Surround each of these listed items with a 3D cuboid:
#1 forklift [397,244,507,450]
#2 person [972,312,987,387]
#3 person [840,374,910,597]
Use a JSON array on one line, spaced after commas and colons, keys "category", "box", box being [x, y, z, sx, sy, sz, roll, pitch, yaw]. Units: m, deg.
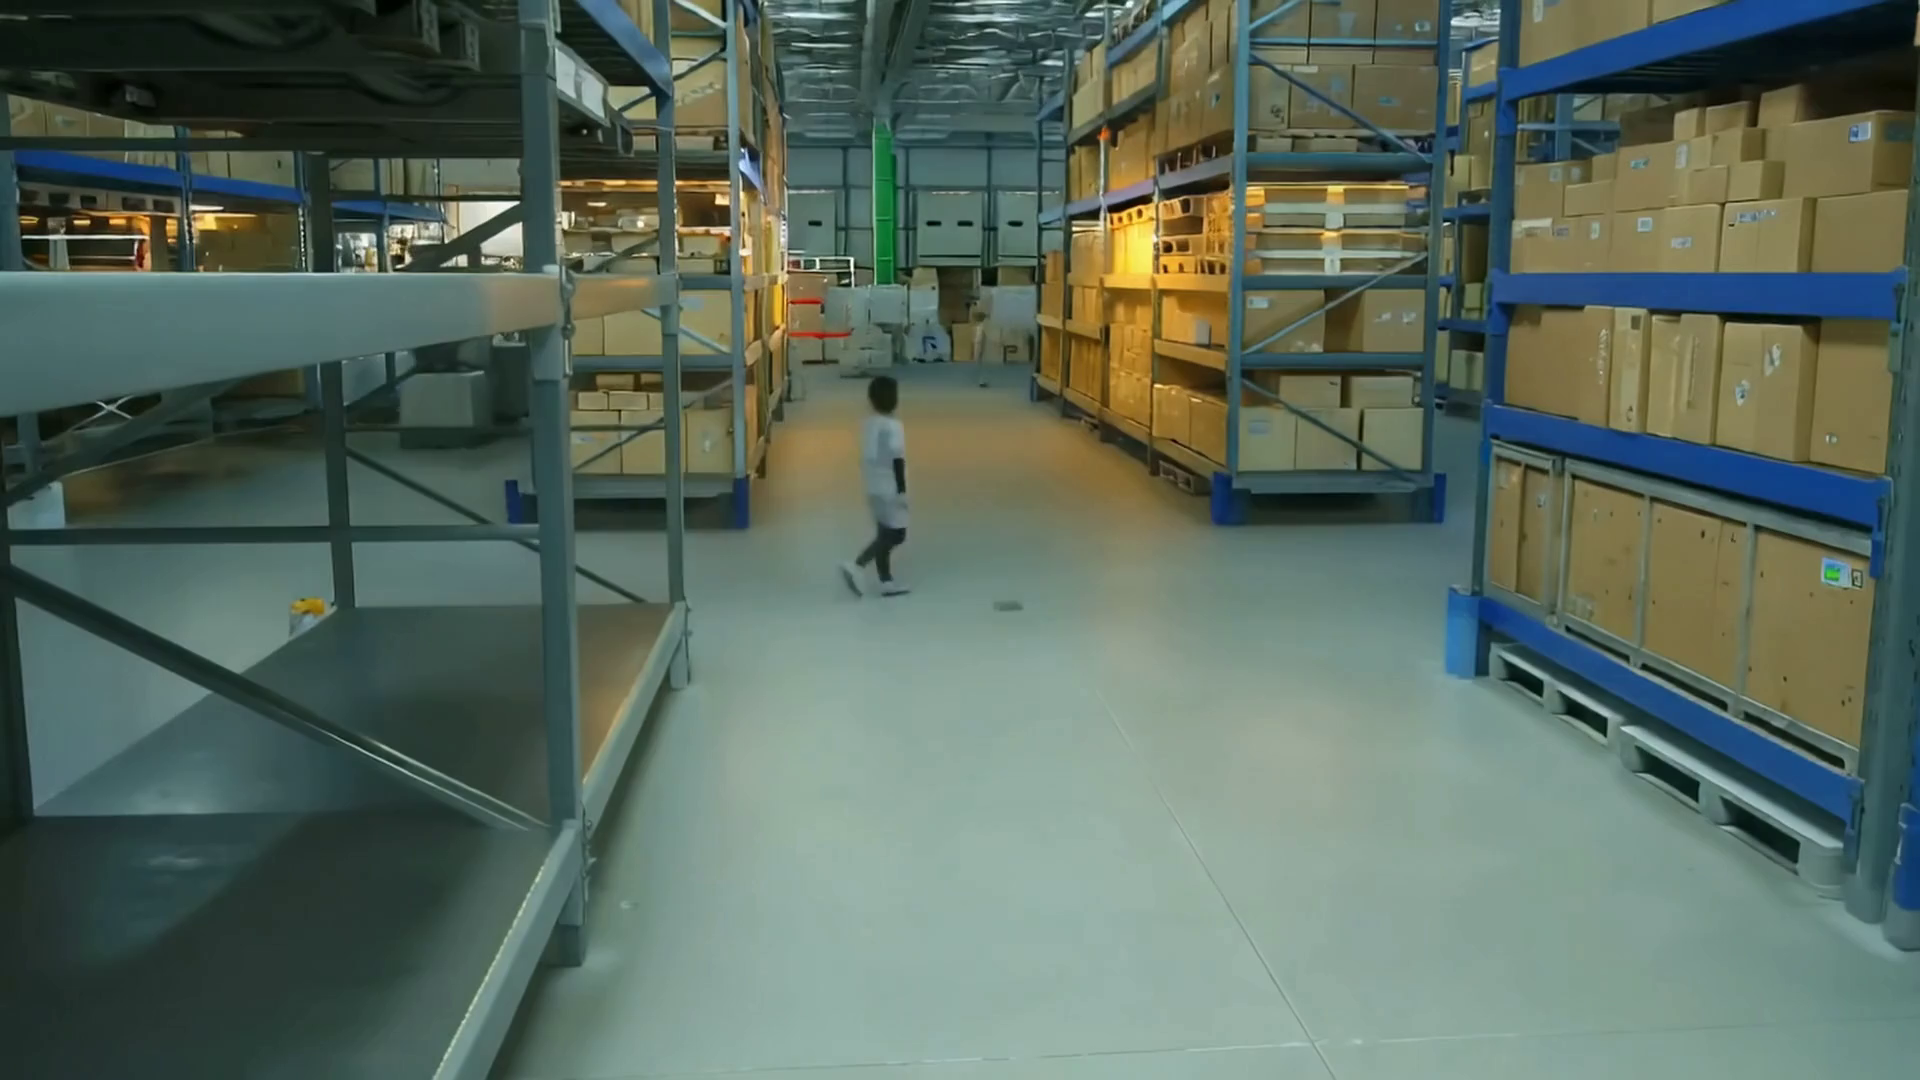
[{"category": "forklift", "box": [-7.100, -2.704, 23.108, 1.129, 2.768, 1.873, -1, 9, -4]}, {"category": "person", "box": [0.382, -4.061, 35.553, 0.381, 1.623, 0.537, -3, 9, -16]}, {"category": "person", "box": [-0.622, -0.379, 12.248, 0.568, 1.679, 0.540, -5, 10, -30]}]
